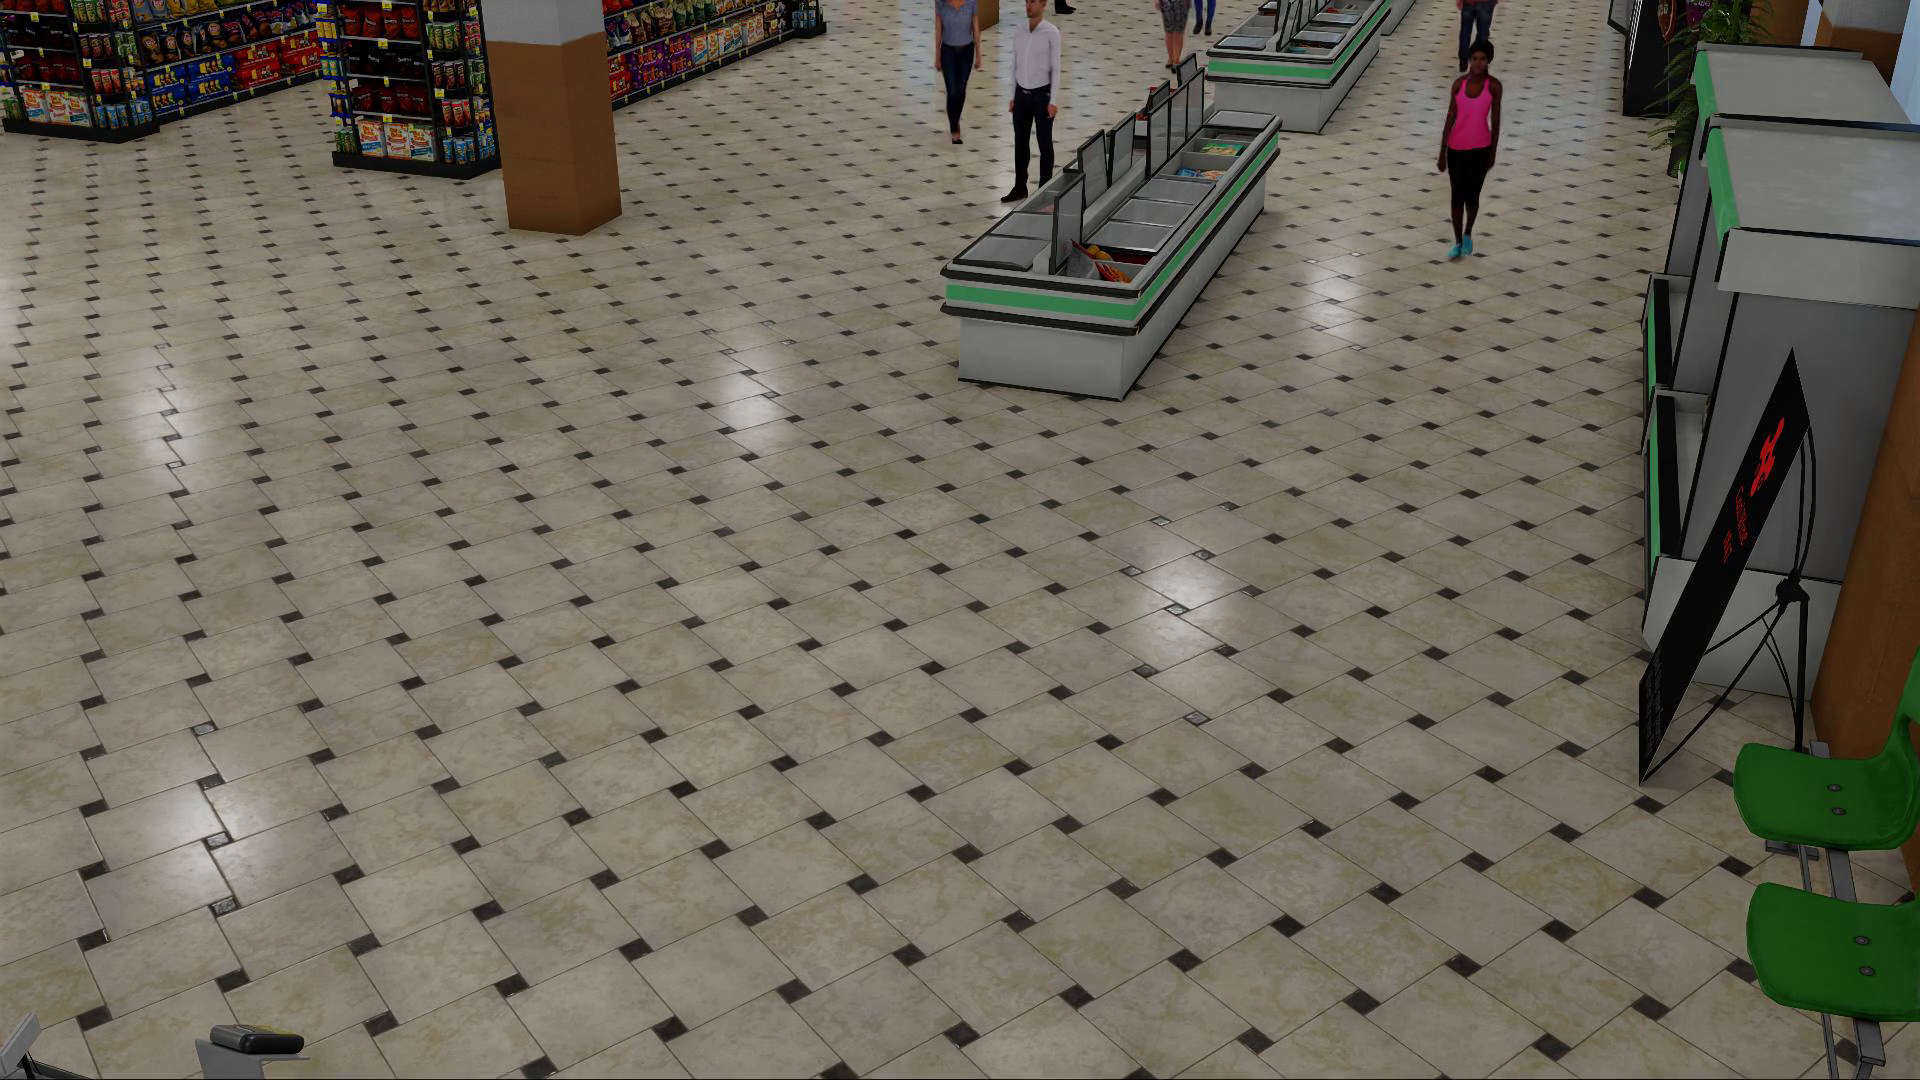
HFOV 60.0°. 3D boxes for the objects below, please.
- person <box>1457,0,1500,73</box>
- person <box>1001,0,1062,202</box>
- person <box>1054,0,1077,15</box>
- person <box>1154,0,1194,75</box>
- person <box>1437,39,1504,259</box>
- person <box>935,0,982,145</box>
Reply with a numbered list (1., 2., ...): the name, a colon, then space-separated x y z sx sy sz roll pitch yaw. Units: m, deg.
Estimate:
1. person: 6.038 -6.313 19.360 0.660 1.804 1.085 9 28 17
2. person: 0.657 -3.877 14.486 0.675 1.868 0.672 17 32 30
3. person: 1.496 -8.366 23.403 0.742 1.810 0.495 7 28 13
4. person: 2.547 -6.378 19.653 0.662 1.654 1.103 6 27 11
5. person: 4.017 -3.066 13.058 0.593 1.712 0.626 13 30 25
6. person: -0.033 -4.843 16.599 0.937 1.680 1.185 -3 27 -6
